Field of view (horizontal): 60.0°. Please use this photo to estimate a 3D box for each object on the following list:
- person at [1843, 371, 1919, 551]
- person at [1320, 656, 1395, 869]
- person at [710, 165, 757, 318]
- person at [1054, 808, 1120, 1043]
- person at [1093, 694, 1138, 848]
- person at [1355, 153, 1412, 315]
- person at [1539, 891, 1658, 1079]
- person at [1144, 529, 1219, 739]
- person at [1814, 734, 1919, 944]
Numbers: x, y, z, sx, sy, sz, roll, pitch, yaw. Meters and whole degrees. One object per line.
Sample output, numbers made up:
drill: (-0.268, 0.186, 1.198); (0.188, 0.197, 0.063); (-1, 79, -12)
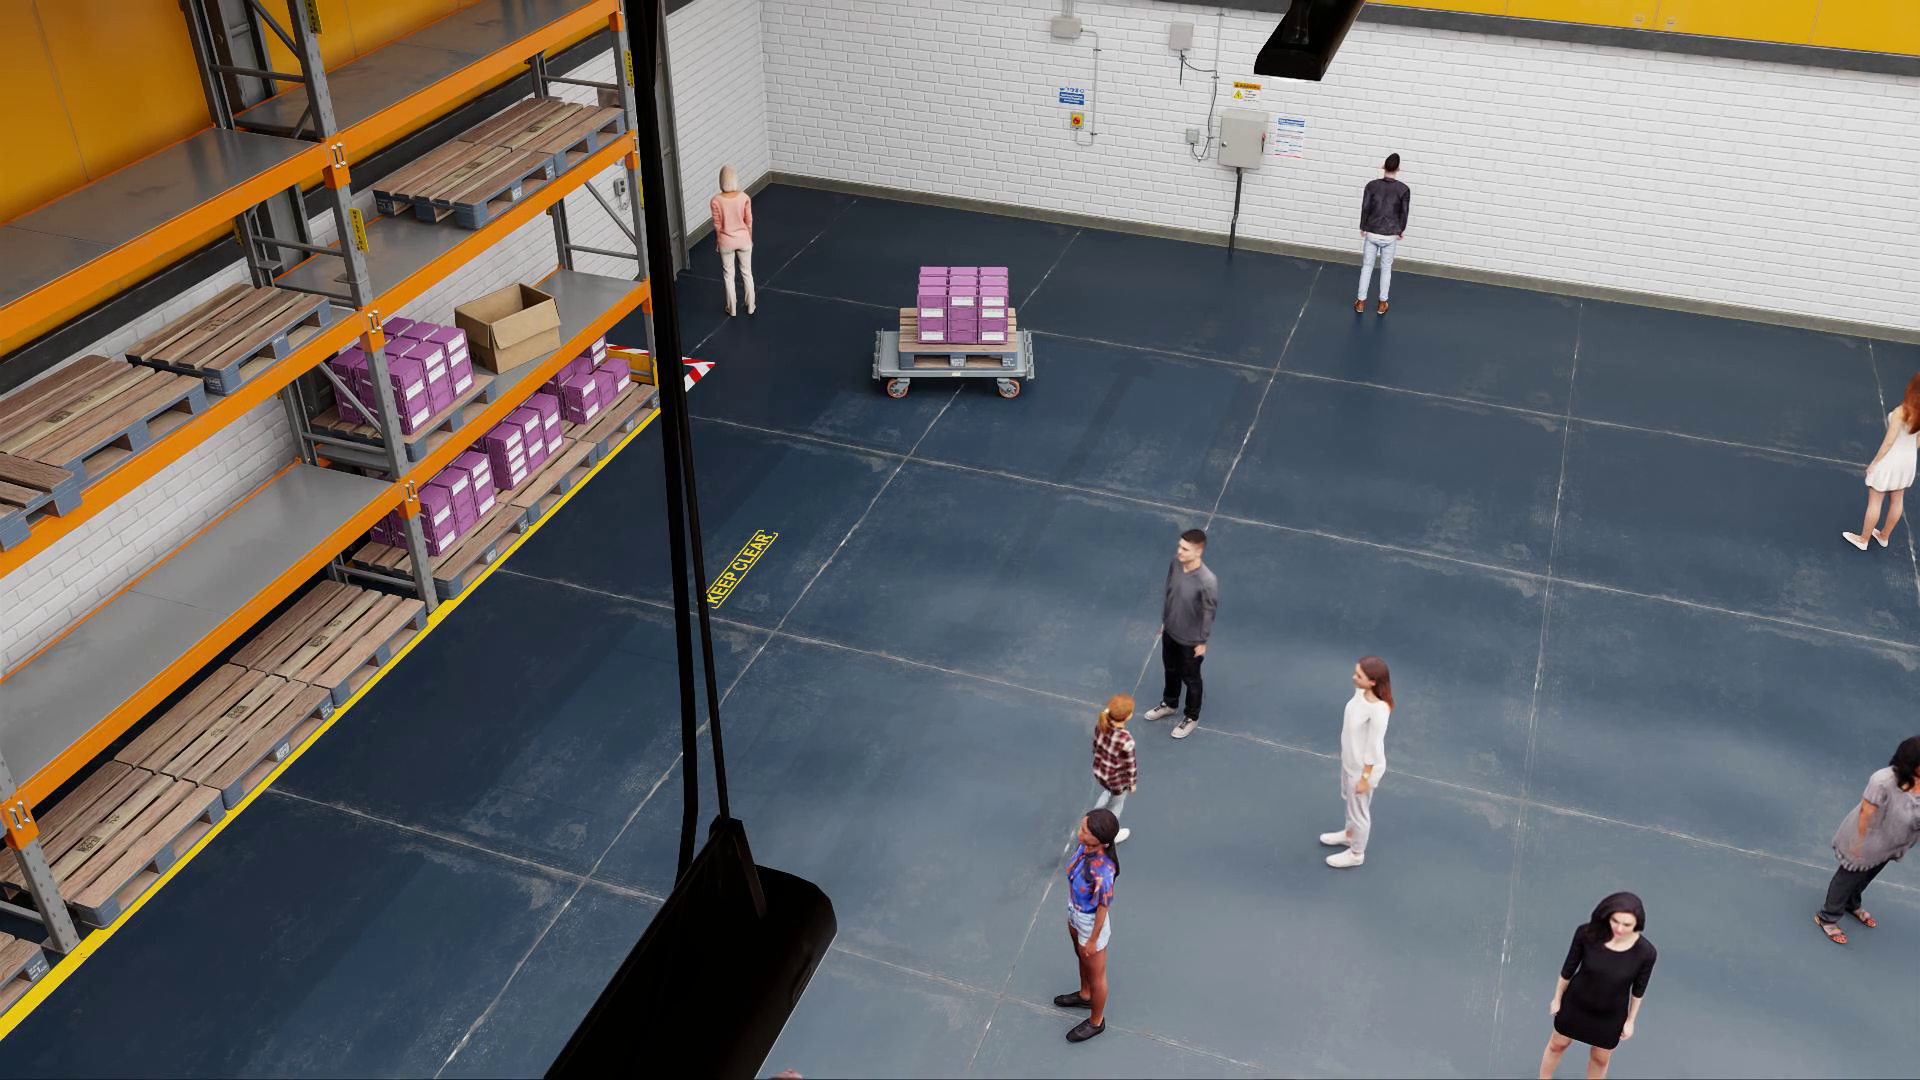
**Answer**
person: (8.080, -0.687, 14.350); (0.647, 1.711, 0.677); (-6, 34, -9)
person: (2.699, 1.467, 11.131); (0.747, 1.688, 0.629); (-3, 34, -4)
person: (-2.479, -3.286, 18.249); (0.680, 1.725, 0.708); (-9, 35, -13)
person: (0.775, 2.262, 9.886); (0.730, 1.743, 0.628); (-7, 34, -11)
person: (0.994, 1.592, 11.296); (0.706, 1.298, 0.654); (-21, 39, -28)
person: (4.631, -3.361, 18.261); (0.674, 1.837, 0.571); (8, 34, 12)
person: (3.536, 2.627, 9.279); (0.614, 1.807, 0.520); (16, 37, 22)
person: (1.665, 0.667, 12.270); (0.718, 1.760, 0.700); (-22, 40, -30)
person: (5.863, 1.854, 10.617); (0.771, 1.614, 0.836); (-17, 37, -24)
